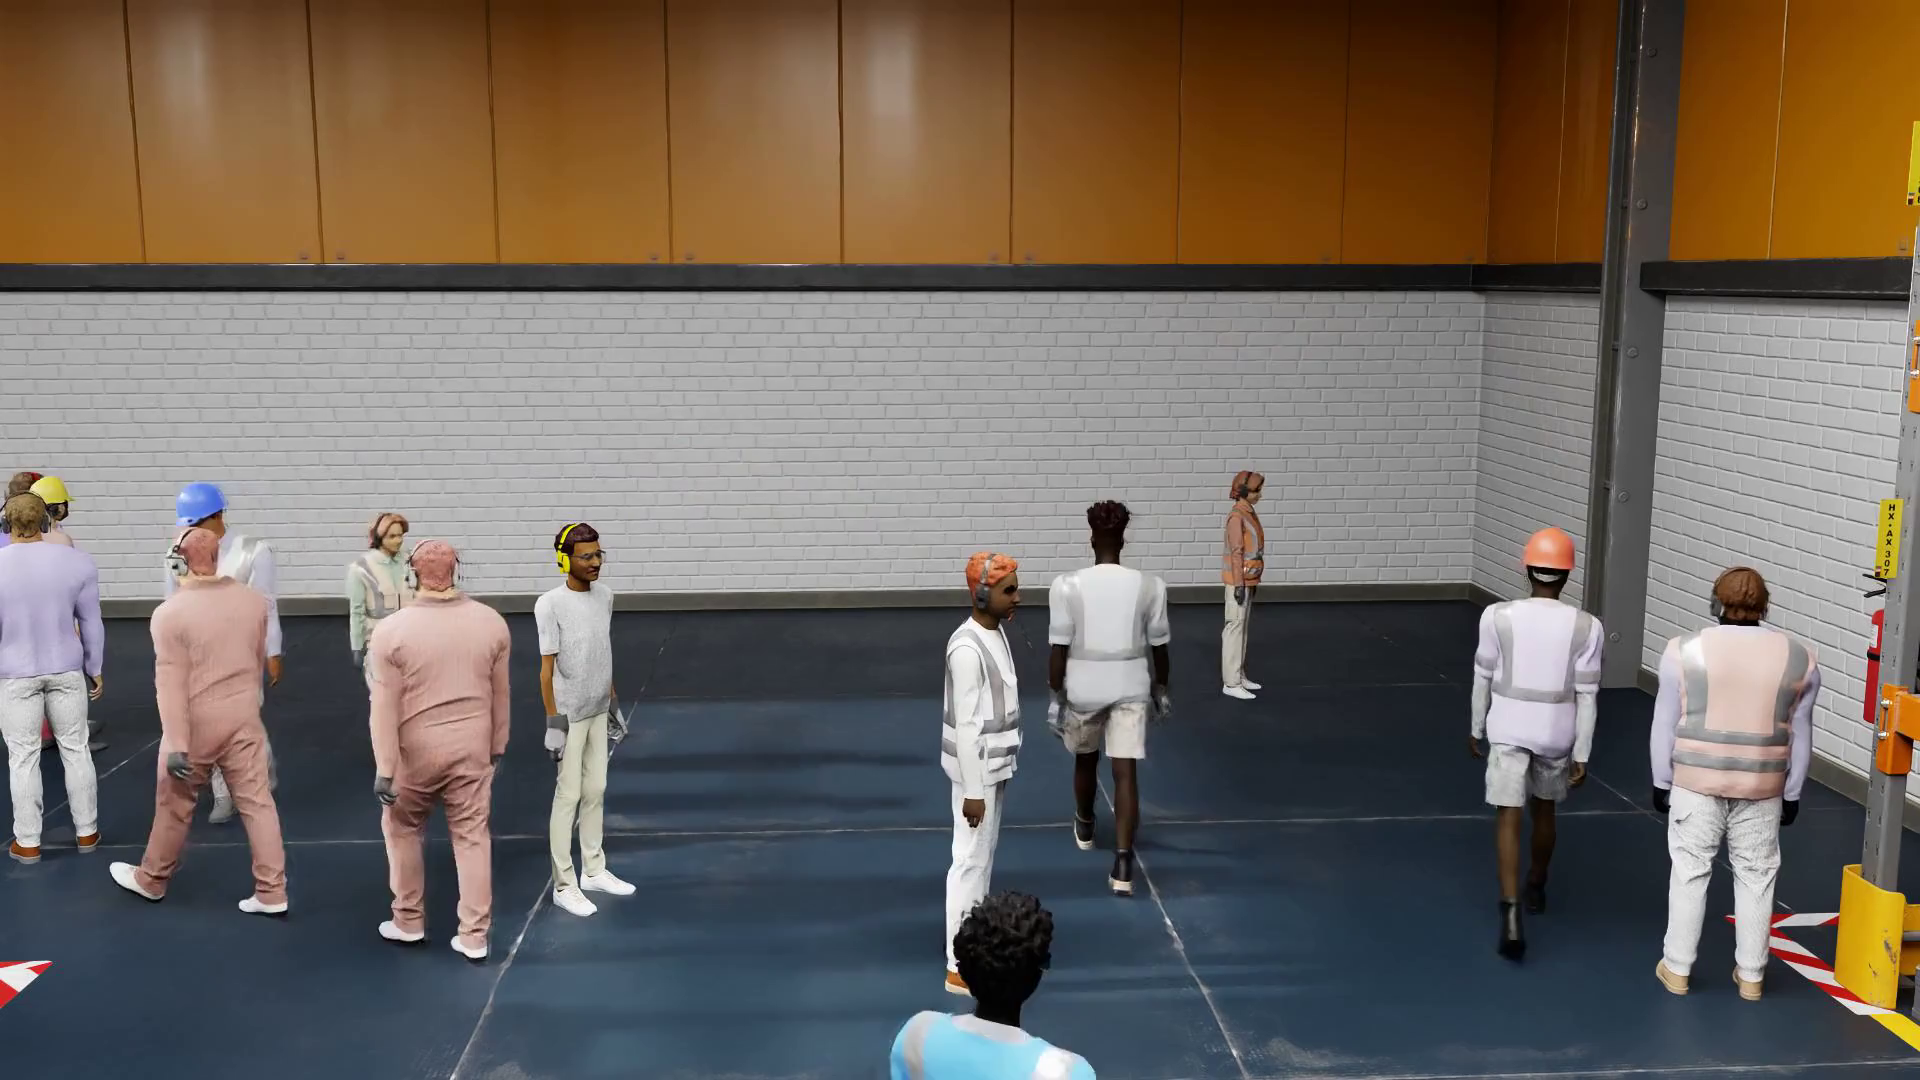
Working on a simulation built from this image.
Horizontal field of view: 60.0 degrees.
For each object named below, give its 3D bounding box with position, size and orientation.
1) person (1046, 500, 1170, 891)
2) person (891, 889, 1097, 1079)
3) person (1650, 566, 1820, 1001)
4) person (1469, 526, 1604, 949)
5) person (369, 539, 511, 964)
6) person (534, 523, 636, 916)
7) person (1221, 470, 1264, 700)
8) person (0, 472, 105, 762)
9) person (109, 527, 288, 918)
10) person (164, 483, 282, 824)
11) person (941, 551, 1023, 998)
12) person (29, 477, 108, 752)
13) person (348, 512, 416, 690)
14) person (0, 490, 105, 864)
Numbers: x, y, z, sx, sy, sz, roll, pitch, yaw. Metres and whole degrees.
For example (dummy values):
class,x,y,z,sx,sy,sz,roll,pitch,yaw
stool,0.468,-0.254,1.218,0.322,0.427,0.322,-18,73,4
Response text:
class,x,y,z,sx,sy,sz,roll,pitch,yaw
person,0.757,0.748,8.431,0.637,1.911,1.030,0,9,0
person,0.038,1.622,3.695,0.538,1.679,0.539,7,11,36
person,3.216,1.019,6.981,0.619,1.835,0.429,2,9,15
person,2.620,0.889,7.594,0.549,1.900,0.960,3,9,16
person,-2.359,0.921,7.428,0.660,1.876,0.771,-8,12,-40
person,-1.796,0.840,7.976,0.328,1.872,0.515,5,10,26
person,2.037,0.316,12.003,0.309,1.640,0.520,3,10,18
person,-5.966,0.473,10.555,0.612,1.792,0.750,-2,9,-11
person,-3.605,0.858,7.884,0.989,1.852,0.678,4,10,25
person,-4.068,0.619,9.222,0.654,1.914,0.541,0,9,0
person,0.095,0.979,7.056,0.337,1.882,0.585,2,9,11
person,-5.725,0.481,10.551,0.523,1.769,0.319,5,10,29
person,-3.500,0.626,10.116,0.500,1.624,0.515,8,12,39
person,-4.770,0.704,8.616,0.630,1.940,0.372,-7,11,-37
